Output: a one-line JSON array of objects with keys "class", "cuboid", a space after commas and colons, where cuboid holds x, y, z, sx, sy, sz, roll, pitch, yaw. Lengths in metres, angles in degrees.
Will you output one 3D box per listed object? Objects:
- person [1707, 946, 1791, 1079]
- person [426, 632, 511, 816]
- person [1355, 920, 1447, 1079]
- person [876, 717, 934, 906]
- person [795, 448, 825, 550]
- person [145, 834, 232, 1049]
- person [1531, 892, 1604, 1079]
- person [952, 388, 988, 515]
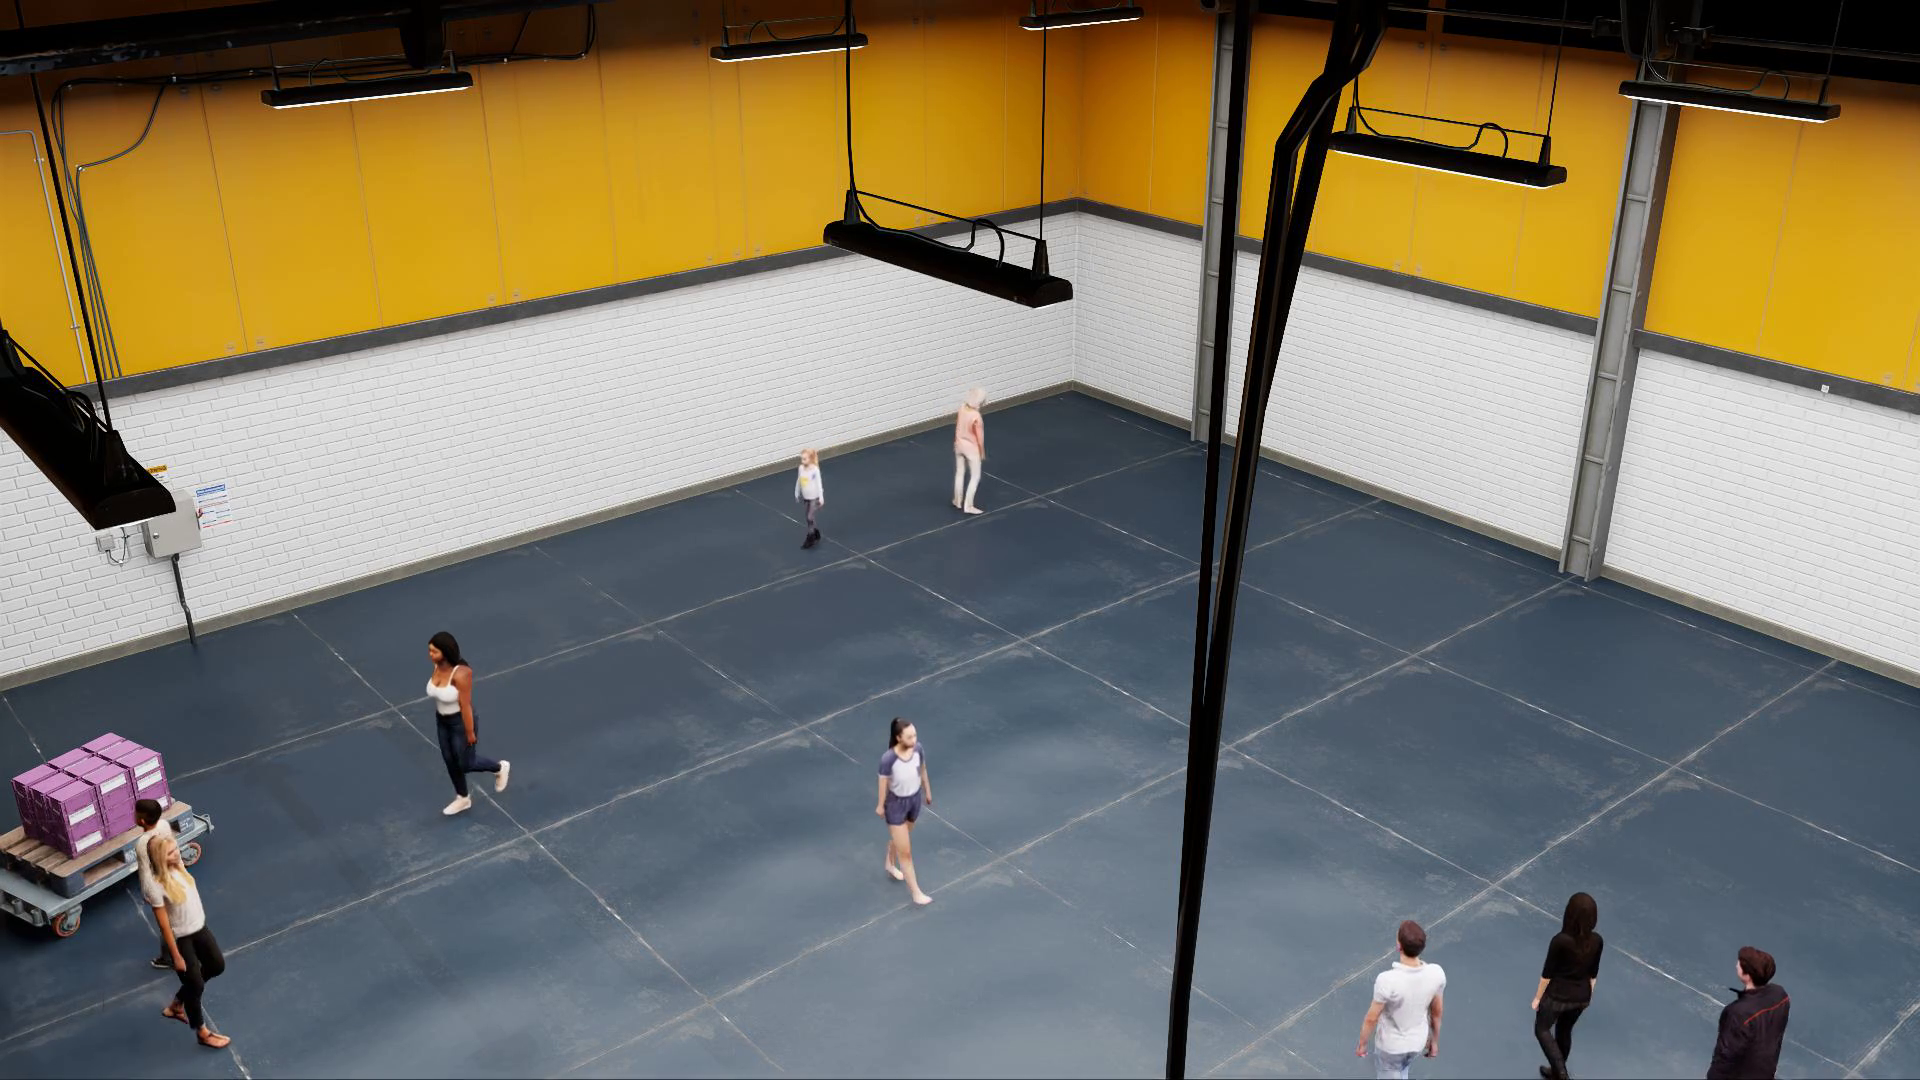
[{"class": "person", "cuboid": [5.055, 3.474, 10.595, 0.770, 1.905, 0.750, -10, 25, -21]}, {"class": "person", "cuboid": [-4.439, 1.618, 14.978, 0.891, 1.794, 0.789, 19, 30, 36]}, {"class": "person", "cuboid": [2.942, 3.367, 10.920, 0.812, 1.839, 0.861, -7, 25, -17]}, {"class": "person", "cuboid": [-0.542, 2.193, 13.883, 0.639, 1.617, 0.971, -21, 31, -39]}, {"class": "person", "cuboid": [-1.806, -0.553, 20.604, 0.645, 1.266, 0.653, 17, 29, 34]}, {"class": "person", "cuboid": [-5.700, 2.897, 12.022, 0.885, 1.817, 0.828, -1, 24, -1]}, {"class": "person", "cuboid": [4.232, 3.219, 11.527, 0.802, 1.624, 0.921, -4, 24, -10]}, {"class": "person", "cuboid": [0.059, -1.192, 21.530, 0.467, 1.695, 0.800, 15, 28, 30]}]
